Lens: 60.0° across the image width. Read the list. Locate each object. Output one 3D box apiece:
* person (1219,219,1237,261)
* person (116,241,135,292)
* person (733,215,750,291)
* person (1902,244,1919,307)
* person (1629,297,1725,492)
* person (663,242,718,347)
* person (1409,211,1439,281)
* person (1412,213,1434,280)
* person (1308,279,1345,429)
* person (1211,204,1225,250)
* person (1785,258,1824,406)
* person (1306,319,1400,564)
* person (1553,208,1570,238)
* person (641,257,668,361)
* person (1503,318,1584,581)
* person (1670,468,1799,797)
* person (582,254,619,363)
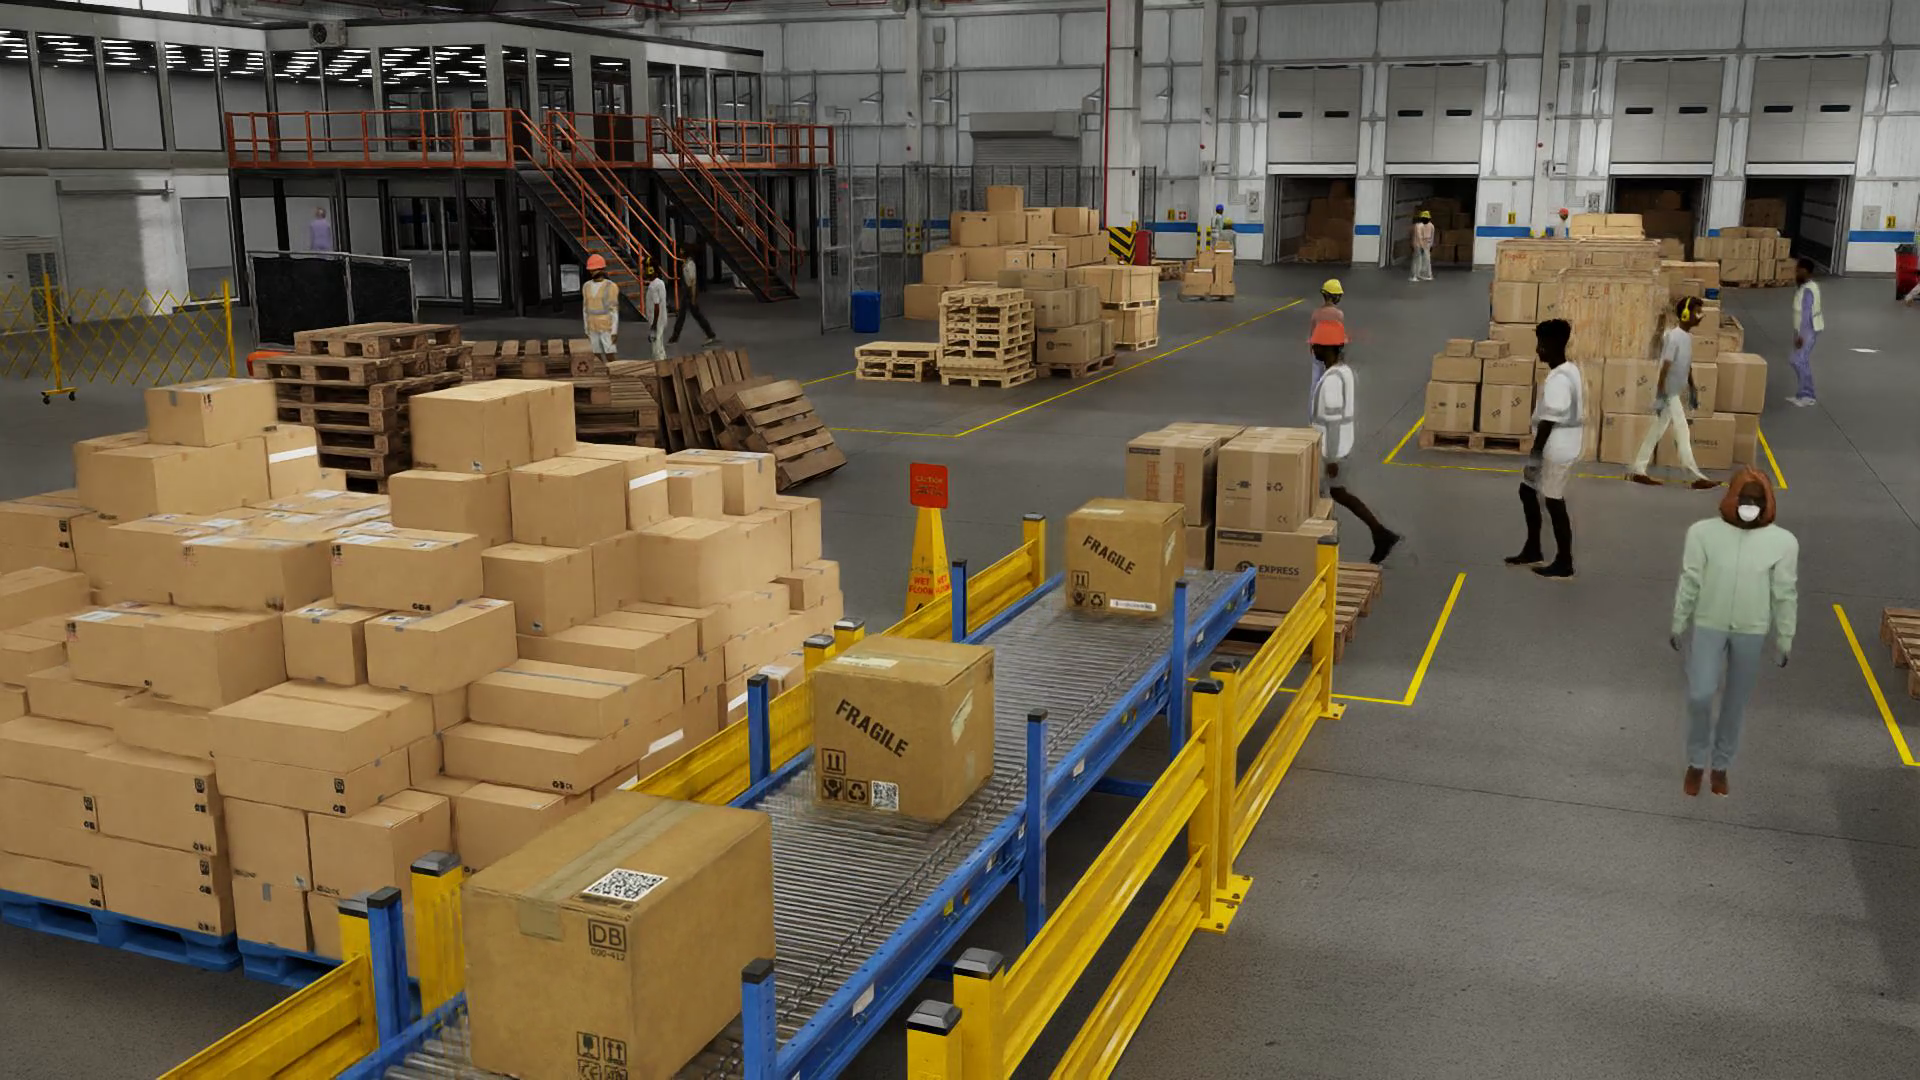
[{"bbox_3d":[7.165,-7.739,44.560,0.484,1.709,0.852,2,13,7],"label":"person"},{"bbox_3d":[-17.701,-5.623,35.203,0.501,1.633,0.284,-2,13,-9],"label":"person"},{"bbox_3d":[-5.515,-7.191,41.692,0.574,1.887,0.356,11,17,40],"label":"person"},{"bbox_3d":[21.129,-5.970,36.383,0.632,1.818,0.837,-9,15,-35],"label":"person"},{"bbox_3d":[6.853,-1.373,15.732,0.944,1.821,0.541,9,15,34],"label":"person"},{"bbox_3d":[-4.622,-4.194,28.468,0.983,1.802,0.531,-2,13,-10],"label":"person"},{"bbox_3d":[12.590,-7.934,45.007,0.590,1.888,0.907,-12,17,-43],"label":"person"},{"bbox_3d":[12.691,-8.062,45.699,0.633,1.841,0.429,-4,13,-17],"label":"person"},{"bbox_3d":[4.247,-2.118,19.204,0.325,1.769,0.524,-7,14,-28],"label":"person"},{"bbox_3d":[7.998,-9.437,51.638,0.402,1.942,0.603,-4,13,-19],"label":"person"},{"bbox_3d":[10.919,-2.682,21.463,0.398,1.897,0.782,6,14,26],"label":"person"},{"bbox_3d":[2.894,-0.719,12.609,0.855,1.915,0.540,6,14,24],"label":"person"},{"bbox_3d":[16.889,-8.346,46.781,1.060,1.945,0.625,7,14,29],"label":"person"},{"bbox_3d":[-4.075,-2.839,22.221,0.328,1.865,0.517,0,13,-1],"label":"person"},{"bbox_3d":[4.302,-0.667,12.307,0.687,1.937,0.617,6,14,25],"label":"person"},{"bbox_3d":[3.695,0.461,7.952,0.536,1.614,0.469,4,13,18],"label":"person"},{"bbox_3d":[-4.707,-2.767,21.765,0.546,1.929,0.393,6,14,23],"label":"person"}]
